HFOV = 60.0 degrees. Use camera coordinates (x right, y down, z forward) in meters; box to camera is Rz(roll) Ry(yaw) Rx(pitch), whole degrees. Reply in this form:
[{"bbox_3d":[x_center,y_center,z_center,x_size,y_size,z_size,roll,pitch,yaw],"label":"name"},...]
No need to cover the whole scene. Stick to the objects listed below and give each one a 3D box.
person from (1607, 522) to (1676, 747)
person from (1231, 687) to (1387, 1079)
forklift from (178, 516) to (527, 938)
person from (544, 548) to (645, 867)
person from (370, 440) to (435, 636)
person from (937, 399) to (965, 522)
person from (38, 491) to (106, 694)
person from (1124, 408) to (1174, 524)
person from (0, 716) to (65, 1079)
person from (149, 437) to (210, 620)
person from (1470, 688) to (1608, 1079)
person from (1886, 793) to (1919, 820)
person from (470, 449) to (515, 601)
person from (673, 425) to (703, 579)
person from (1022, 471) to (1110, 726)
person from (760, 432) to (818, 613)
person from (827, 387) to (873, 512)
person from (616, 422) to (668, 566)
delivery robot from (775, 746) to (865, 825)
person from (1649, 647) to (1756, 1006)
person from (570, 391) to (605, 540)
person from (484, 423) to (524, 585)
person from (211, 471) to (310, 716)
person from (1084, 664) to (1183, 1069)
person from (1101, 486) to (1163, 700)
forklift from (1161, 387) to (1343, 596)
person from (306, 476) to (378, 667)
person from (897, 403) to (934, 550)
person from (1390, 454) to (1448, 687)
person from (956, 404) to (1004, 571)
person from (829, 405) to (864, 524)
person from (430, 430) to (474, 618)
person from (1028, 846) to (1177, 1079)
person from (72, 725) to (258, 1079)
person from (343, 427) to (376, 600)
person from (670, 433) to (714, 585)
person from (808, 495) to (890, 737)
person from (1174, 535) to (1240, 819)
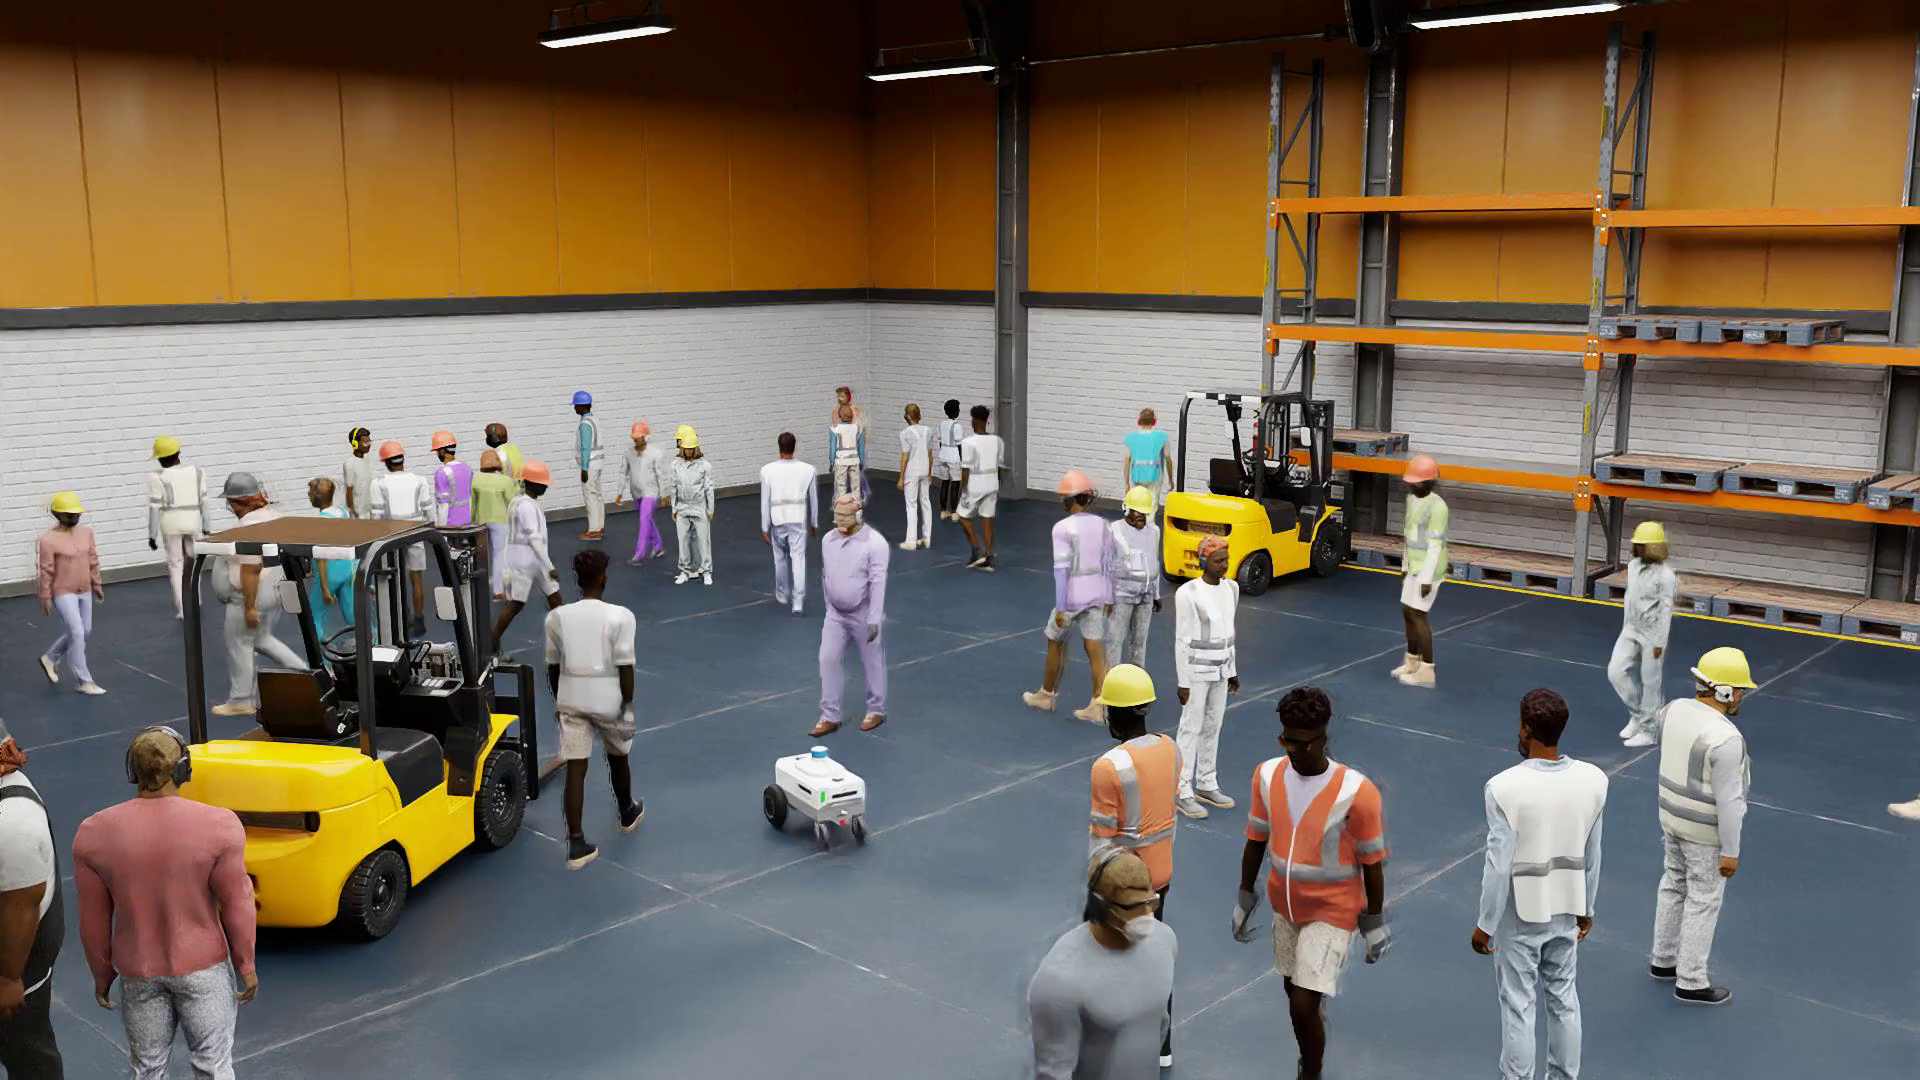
[{"bbox_3d":[5.147,0.713,12.543,0.374,1.727,0.509,-3,11,-19],"label":"person"},{"bbox_3d":[1.434,1.573,7.044,0.626,1.941,0.630,-9,13,-41],"label":"person"},{"bbox_3d":[-3.583,0.976,9.748,1.214,2.155,2.313,2,10,11],"label":"forklift"},{"bbox_3d":[-2.277,1.001,10.403,0.617,1.906,1.000,1,10,8],"label":"person"},{"bbox_3d":[-5.433,-0.027,16.249,0.636,1.909,0.527,-6,11,-30],"label":"person"},{"bbox_3d":[-0.107,-1.098,22.978,0.318,1.697,0.535,-7,12,-35],"label":"person"},{"bbox_3d":[-7.617,0.433,14.136,0.707,1.739,0.534,3,10,17],"label":"person"},{"bbox_3d":[2.328,-0.727,20.598,0.577,1.799,0.935,4,11,22],"label":"person"},{"bbox_3d":[-3.833,1.612,6.568,0.536,2.000,0.684,-6,12,-33],"label":"person"},{"bbox_3d":[-8.059,-0.140,17.062,0.757,1.864,0.632,6,12,31],"label":"person"},{"bbox_3d":[2.470,1.581,7.094,0.597,1.916,0.370,-4,11,-20],"label":"person"},{"bbox_3d":[6.625,0.856,10.963,0.769,2.013,0.699,3,10,16],"label":"person"},{"bbox_3d":[-5.038,-0.164,17.911,0.504,1.611,0.507,1,10,4],"label":"person"},{"bbox_3d":[-3.108,-0.434,19.000,0.308,1.769,0.524,1,10,6],"label":"person"},{"bbox_3d":[0.864,0.442,13.321,0.628,1.999,0.953,-9,13,-41],"label":"person"},{"bbox_3d":[-1.771,-0.189,17.332,0.611,1.871,1.016,-2,10,-12],"label":"person"},{"bbox_3d":[-1.585,-1.326,24.032,0.564,1.810,0.935,5,11,27],"label":"person"},{"bbox_3d":[-3.803,-0.577,19.992,0.569,1.706,0.891,5,11,27],"label":"person"},{"bbox_3d":[-0.906,1.576,10.730,0.477,0.478,0.707,-6,12,-31],"label":"delivery robot"},{"bbox_3d":[3.706,1.419,8.303,0.403,1.819,0.602,-1,10,-8],"label":"person"},{"bbox_3d":[-4.814,-0.966,21.543,0.423,1.939,0.624,0,10,0],"label":"person"},{"bbox_3d":[-5.121,-0.403,18.638,0.432,1.835,0.660,1,10,8],"label":"person"},{"bbox_3d":[-5.681,0.406,13.433,0.704,2.000,0.694,-1,10,-6],"label":"person"},{"bbox_3d":[0.765,1.506,7.537,0.393,1.919,0.581,8,13,40],"label":"person"},{"bbox_3d":[1.435,0.456,13.768,0.587,1.823,0.403,-6,12,-31],"label":"person"},{"bbox_3d":[3.298,-0.608,18.767,1.214,2.155,2.313,9,13,42],"label":"forklift"},{"bbox_3d":[-5.410,0.337,14.505,0.902,1.814,0.518,3,10,17],"label":"person"},{"bbox_3d":[-0.561,-0.792,20.826,0.506,1.840,0.343,-8,13,-38],"label":"person"},{"bbox_3d":[3.961,0.251,14.368,0.444,2.019,0.651,-1,10,-7],"label":"person"},{"bbox_3d":[0.229,-0.604,19.422,0.618,1.951,0.426,-7,12,-35],"label":"person"},{"bbox_3d":[-1.549,-1.027,22.733,0.522,1.640,0.306,-5,11,-27],"label":"person"},{"bbox_3d":[-5.185,-0.155,16.950,0.372,1.928,0.543,3,10,16],"label":"person"},{"bbox_3d":[0.434,1.883,5.474,0.646,1.895,1.012,-8,13,-38],"label":"person"},{"bbox_3d":[-3.074,1.674,6.506,0.635,1.936,0.354,-2,10,-9],"label":"person"},{"bbox_3d":[-6.429,-0.286,17.894,0.332,1.864,0.505,0,10,2],"label":"person"},{"bbox_3d":[-2.992,-0.344,18.606,0.496,1.732,0.383,1,10,8],"label":"person"},{"bbox_3d":[-0.871,0.593,12.840,0.661,1.878,0.821,5,11,28],"label":"person"},{"bbox_3d":[1.651,0.896,11.091,0.576,1.881,0.352,-9,13,-41],"label":"person"}]
